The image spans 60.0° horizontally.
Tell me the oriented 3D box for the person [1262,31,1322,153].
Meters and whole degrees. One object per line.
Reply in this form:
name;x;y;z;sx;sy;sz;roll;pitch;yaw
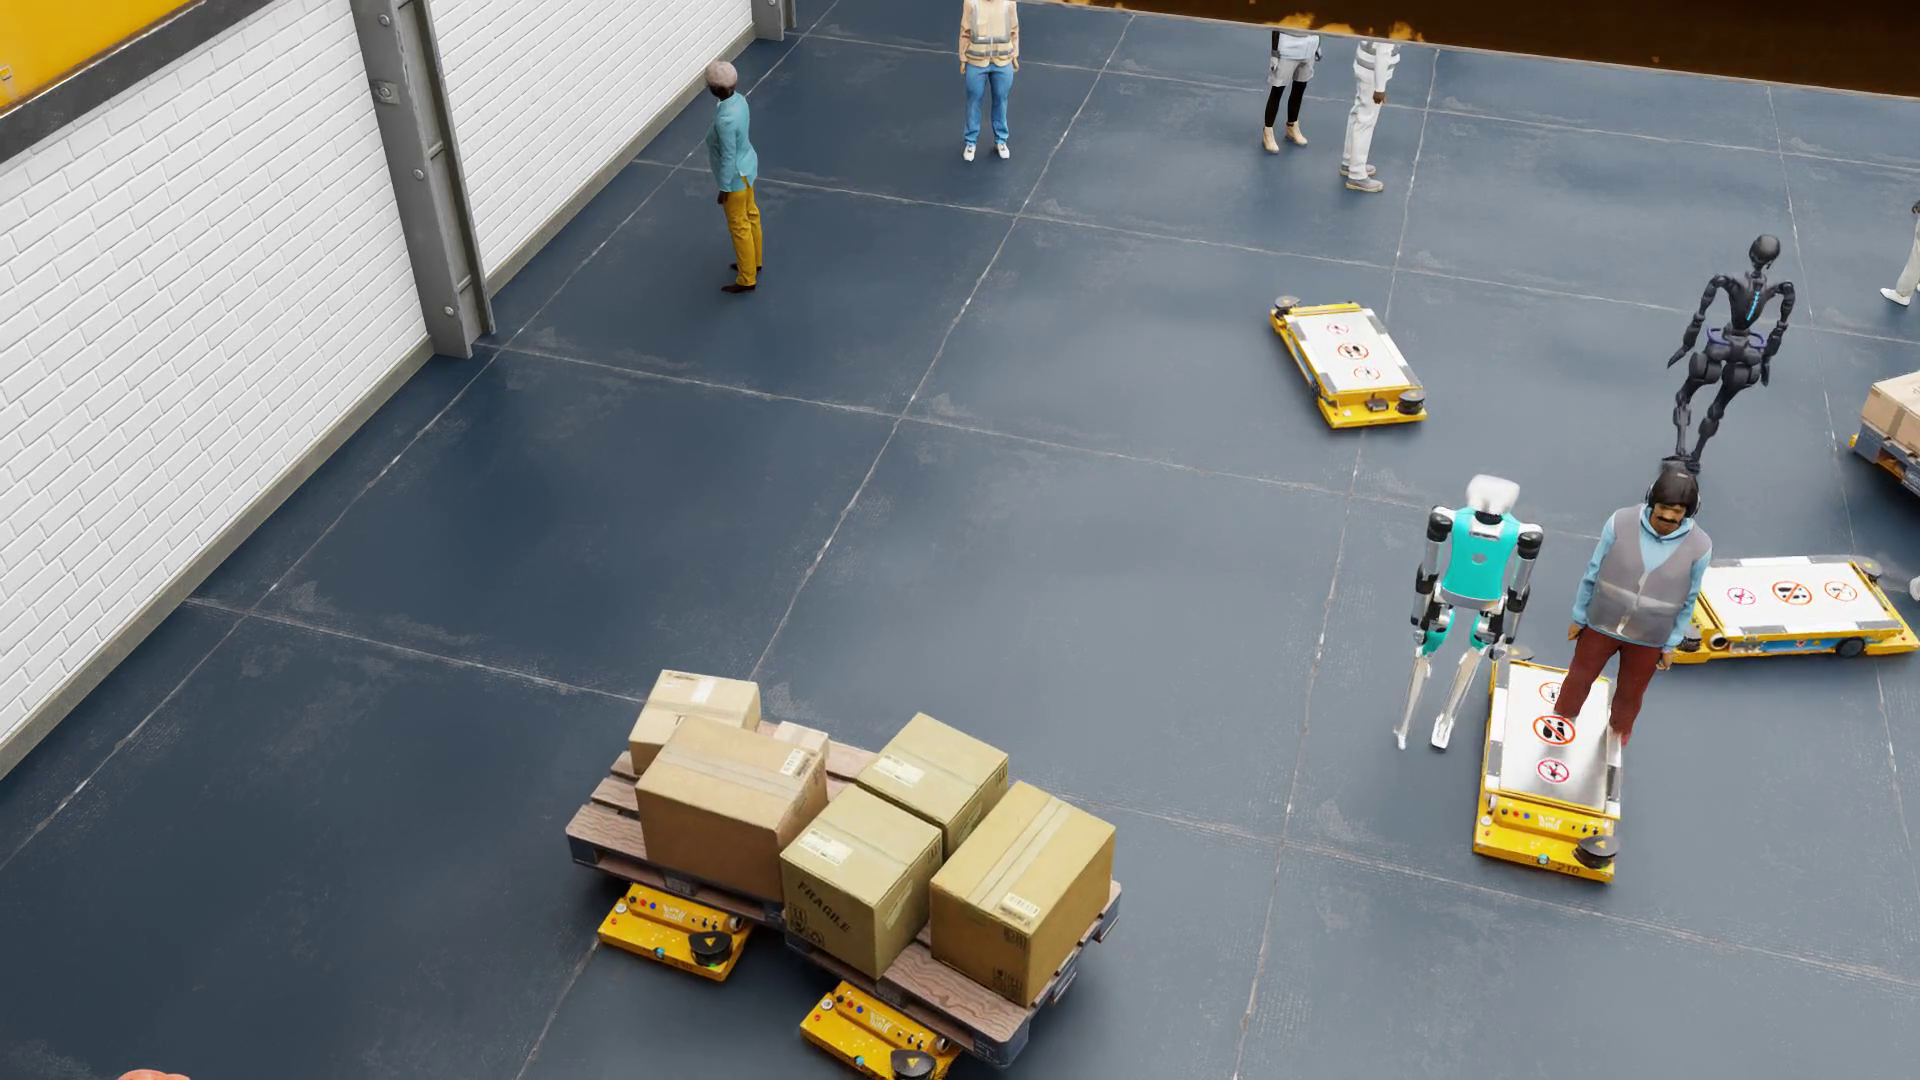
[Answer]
person;2.819;-4.097;13.959;0.541;1.695;0.316;-17;42;-20

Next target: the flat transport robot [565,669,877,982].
flat transport robot;-1.129;1.476;8.168;0.659;0.231;1.431;14;41;17

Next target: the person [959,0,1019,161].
person;0.240;-4.000;13.814;0.496;1.728;0.371;-4;39;-5

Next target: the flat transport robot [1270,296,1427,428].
flat transport robot;2.685;-1.264;11.577;0.659;0.231;1.431;-5;39;-7

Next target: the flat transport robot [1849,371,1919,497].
flat transport robot;6.392;-0.345;10.434;0.659;0.231;1.431;-14;41;-17

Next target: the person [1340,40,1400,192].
person;3.346;-3.755;13.388;0.359;1.882;0.573;2;39;3

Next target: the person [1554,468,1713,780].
person;3.292;0.413;8.204;0.532;1.881;0.410;16;42;19

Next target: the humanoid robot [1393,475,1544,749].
humanoid robot;2.562;0.326;8.427;0.538;1.797;0.662;12;40;15

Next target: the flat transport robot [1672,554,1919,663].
flat transport robot;4.649;0.395;9.513;1.431;0.231;0.659;-2;39;-3

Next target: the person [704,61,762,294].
person;-1.653;-2.639;12.103;0.342;1.752;0.524;5;39;6

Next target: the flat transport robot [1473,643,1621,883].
flat transport robot;3.059;1.118;8.613;0.659;0.231;1.431;11;40;14

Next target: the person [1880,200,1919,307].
person;7.109;-2.436;11.938;0.521;1.639;0.304;-7;39;-9

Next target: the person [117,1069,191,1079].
person;-2.548;2.425;5.658;0.550;1.934;0.372;11;40;13

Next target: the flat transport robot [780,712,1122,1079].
flat transport robot;-0.044;1.882;7.663;0.659;0.231;1.431;23;44;26

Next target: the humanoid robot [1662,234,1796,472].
humanoid robot;4.735;-1.131;10.282;0.602;1.647;0.384;7;39;9

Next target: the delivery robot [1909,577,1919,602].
delivery robot;5.854;0.305;9.409;0.499;0.611;0.792;-14;41;-17
